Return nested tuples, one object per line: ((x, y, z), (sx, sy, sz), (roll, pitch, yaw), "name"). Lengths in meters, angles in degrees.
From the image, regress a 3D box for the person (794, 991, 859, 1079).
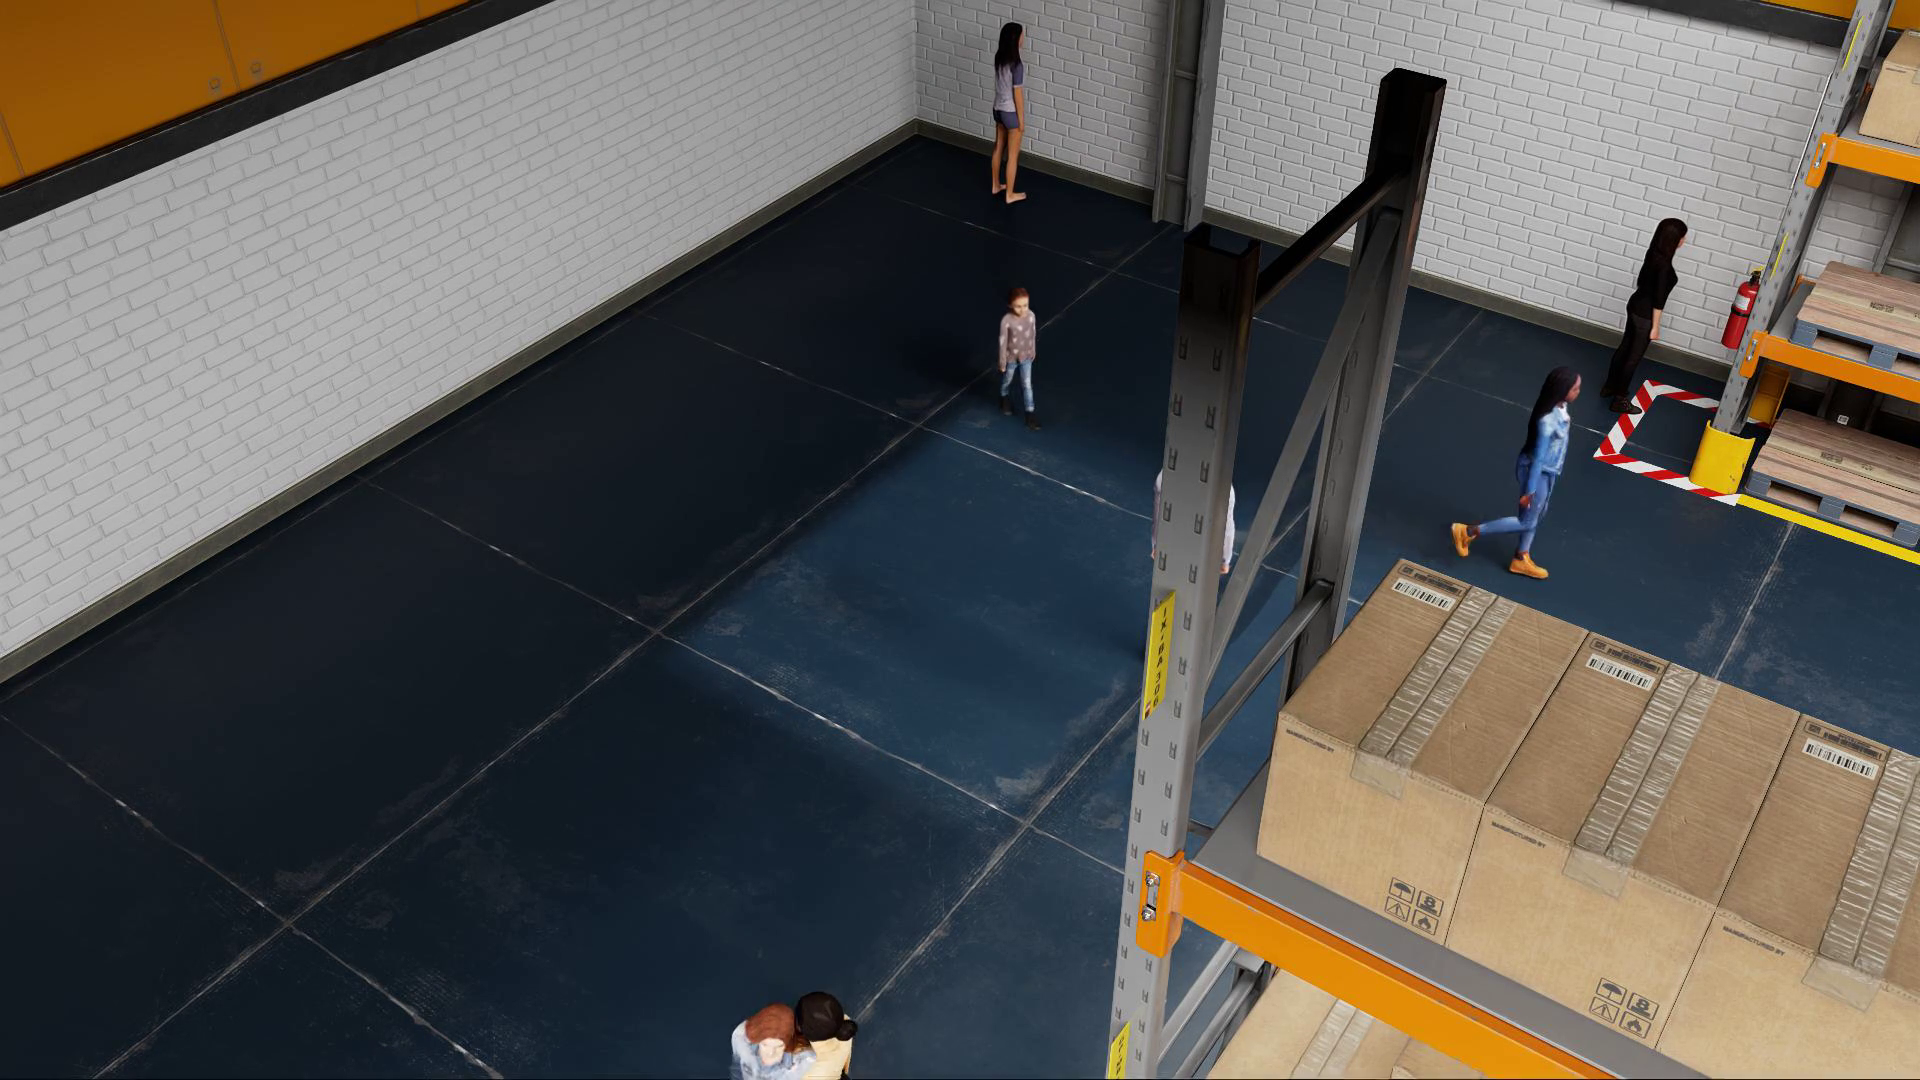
((-0.585, 2.587, 7.470), (0.627, 1.653, 0.628), (14, 41, 16), "person")

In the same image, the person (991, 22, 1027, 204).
((0.456, -4.041, 15.705), (0.709, 1.734, 0.575), (-21, 43, -24), "person")

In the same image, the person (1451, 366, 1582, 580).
((3.790, -0.446, 11.237), (1.012, 1.692, 0.770), (12, 40, 15), "person")

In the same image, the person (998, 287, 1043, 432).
((0.416, -1.457, 12.923), (0.760, 1.167, 0.860), (-12, 40, -14), "person")

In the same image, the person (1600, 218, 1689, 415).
((5.309, -1.758, 12.920), (0.673, 1.641, 0.658), (1, 39, 1), "person")

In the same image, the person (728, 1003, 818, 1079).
((-0.778, 2.517, 7.535), (0.652, 1.682, 0.748), (18, 42, 21), "person")
